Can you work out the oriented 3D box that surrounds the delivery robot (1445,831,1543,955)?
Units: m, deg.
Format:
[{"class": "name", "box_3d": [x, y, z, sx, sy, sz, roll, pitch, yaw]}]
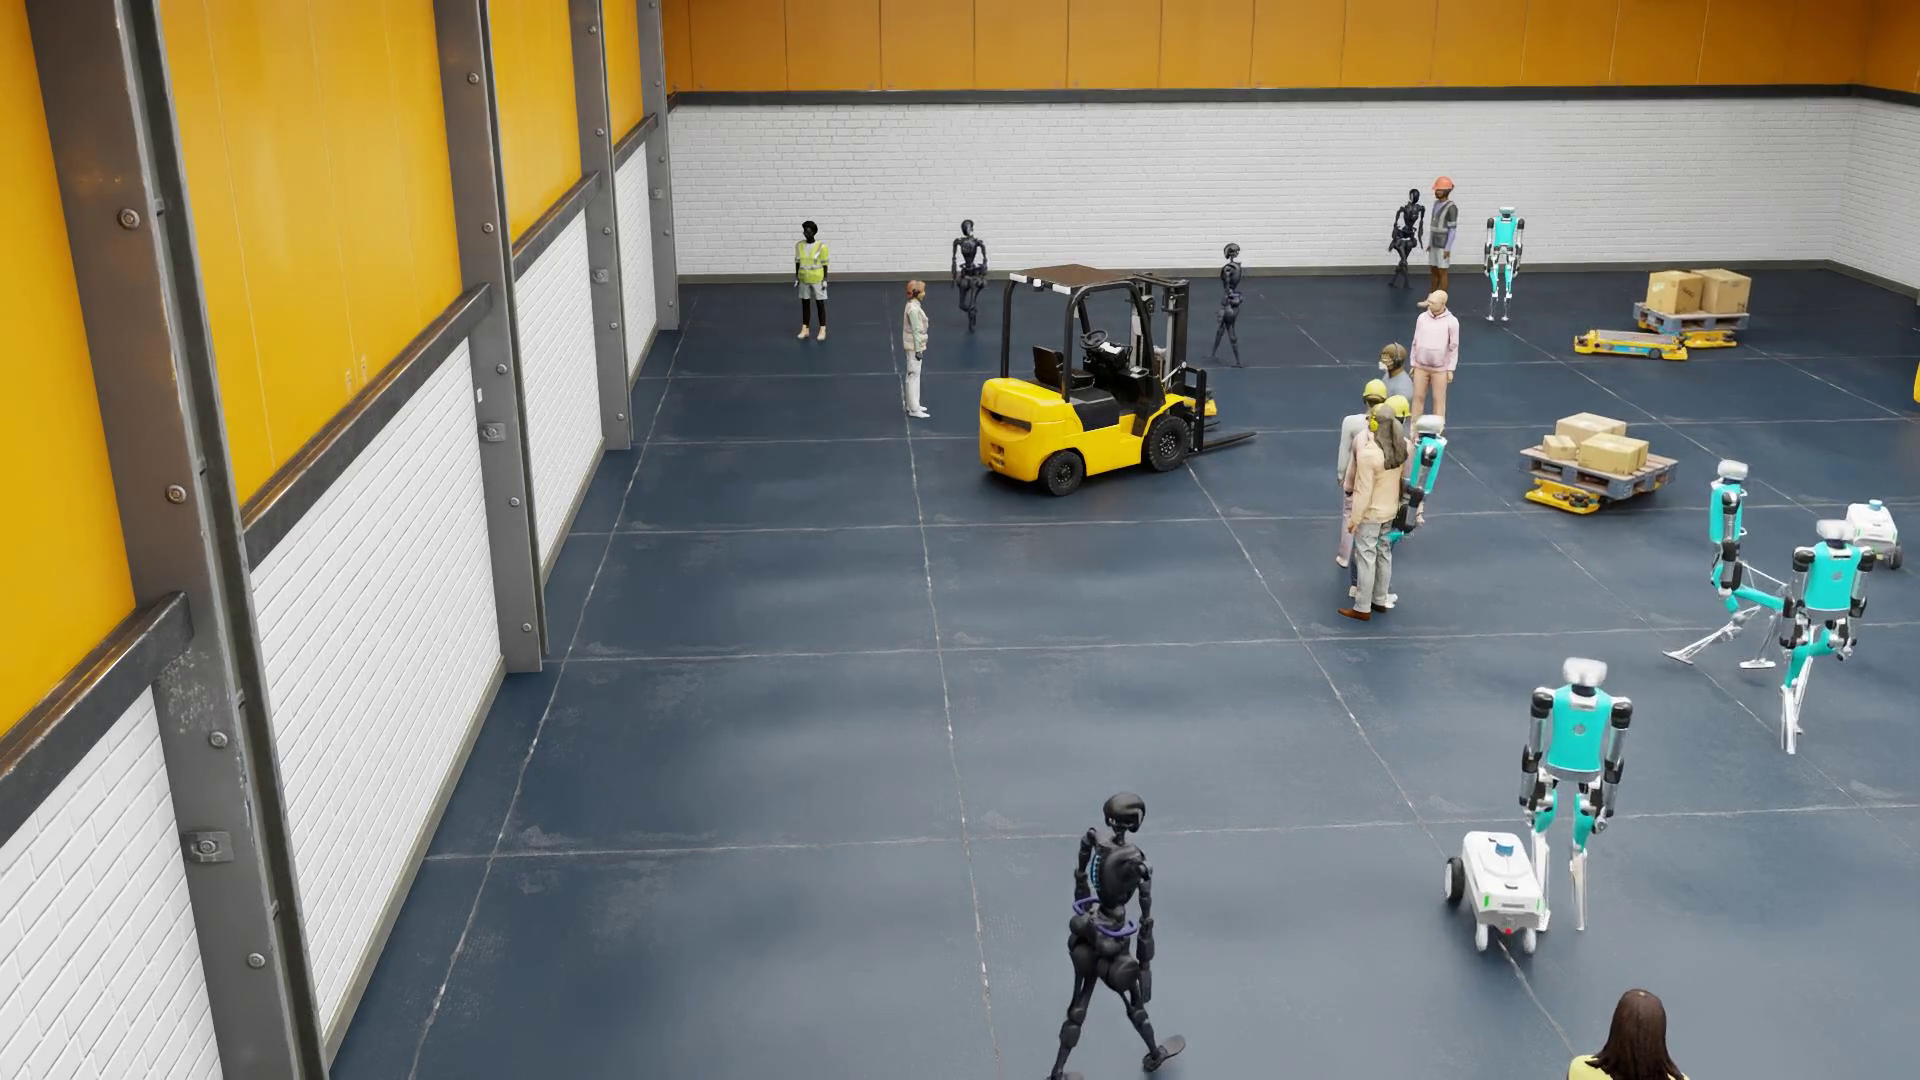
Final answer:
[{"class": "delivery robot", "box_3d": [3.152, 2.005, 9.707, 0.499, 0.566, 0.739, 2, 20, 6]}]

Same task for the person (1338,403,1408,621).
[{"class": "person", "box_3d": [3.491, -0.232, 13.932, 0.553, 1.877, 0.414, -17, 26, -38]}]

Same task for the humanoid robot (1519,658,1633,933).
[{"class": "humanoid robot", "box_3d": [3.483, 1.456, 9.579, 0.533, 1.825, 0.666, 6, 21, 15]}]

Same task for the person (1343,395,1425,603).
[{"class": "person", "box_3d": [3.600, -0.334, 14.245, 0.434, 1.853, 0.819, -16, 25, -36]}]

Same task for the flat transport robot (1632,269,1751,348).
[{"class": "flat transport robot", "box_3d": [10.403, -2.997, 23.793, 0.659, 0.231, 1.431, -3, 20, -9]}]

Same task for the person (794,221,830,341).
[{"class": "person", "box_3d": [-2.107, -3.681, 23.584, 0.538, 1.696, 0.317, 7, 21, 19]}]

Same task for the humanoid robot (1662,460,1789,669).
[{"class": "humanoid robot", "box_3d": [6.083, 0.260, 12.842, 1.022, 1.759, 0.544, 5, 21, 14]}]

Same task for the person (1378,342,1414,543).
[{"class": "person", "box_3d": [4.071, -0.926, 15.743, 0.360, 1.931, 0.628, 2, 20, 4]}]

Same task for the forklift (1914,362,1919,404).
[{"class": "forklift", "box_3d": [12.602, -2.435, 19.475, 2.313, 2.155, 1.214, -1, 20, -4]}]

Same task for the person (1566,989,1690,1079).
[{"class": "person", "box_3d": [2.548, 2.552, 6.509, 0.459, 1.766, 0.379, 5, 21, 13]}]

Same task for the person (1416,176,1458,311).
[{"class": "person", "box_3d": [7.292, -4.506, 25.334, 0.394, 2.043, 0.607, -5, 21, -12]}]

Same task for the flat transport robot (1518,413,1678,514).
[{"class": "flat transport robot", "box_3d": [6.541, -0.558, 17.147, 1.431, 0.231, 0.659, -15, 25, -35]}]

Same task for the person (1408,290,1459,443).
[{"class": "person", "box_3d": [5.320, -1.934, 18.700, 0.525, 1.782, 0.407, 14, 24, 33]}]

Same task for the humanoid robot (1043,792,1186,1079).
[{"class": "humanoid robot", "box_3d": [0.760, 1.970, 8.277, 0.766, 1.627, 0.599, -13, 24, -32]}]

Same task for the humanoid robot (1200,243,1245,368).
[{"class": "humanoid robot", "box_3d": [3.520, -3.120, 22.106, 0.652, 1.640, 0.609, 7, 21, 19]}]

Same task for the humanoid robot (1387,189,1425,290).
[{"class": "humanoid robot", "box_3d": [7.220, -4.864, 26.875, 0.616, 1.634, 0.636, -7, 21, -18]}]

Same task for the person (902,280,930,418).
[{"class": "person", "box_3d": [-0.534, -2.286, 19.867, 0.305, 1.638, 0.511, -2, 20, -6]}]

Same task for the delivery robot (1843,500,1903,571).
[{"class": "delivery robot", "box_3d": [8.431, -0.074, 15.402, 0.499, 0.586, 0.780, 7, 21, 19]}]

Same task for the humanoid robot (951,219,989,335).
[{"class": "humanoid robot", "box_3d": [0.188, -3.812, 23.995, 0.609, 1.641, 0.533, 10, 22, 25]}]

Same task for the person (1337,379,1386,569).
[{"class": "person", "box_3d": [3.686, -0.593, 15.086, 0.529, 1.760, 0.342, 3, 20, 8]}]

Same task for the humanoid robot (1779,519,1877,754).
[{"class": "humanoid robot", "box_3d": [5.992, 0.642, 11.790, 0.551, 1.813, 0.769, 2, 20, 4]}]

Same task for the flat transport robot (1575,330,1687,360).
[{"class": "flat transport robot", "box_3d": [9.267, -2.697, 22.976, 1.431, 0.231, 0.659, 7, 21, 19]}]

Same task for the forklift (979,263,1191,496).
[{"class": "forklift", "box_3d": [1.315, -1.764, 17.646, 2.313, 2.155, 1.214, -14, 24, -33]}]

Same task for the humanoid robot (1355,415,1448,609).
[{"class": "humanoid robot", "box_3d": [3.668, -0.205, 14.083, 0.770, 1.786, 0.533, 7, 21, 18]}]

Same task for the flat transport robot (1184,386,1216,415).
[{"class": "flat transport robot", "box_3d": [2.377, -1.691, 20.235, 1.431, 0.231, 0.659, 1, 20, 3]}]

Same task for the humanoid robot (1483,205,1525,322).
[{"class": "humanoid robot", "box_3d": [7.888, -3.989, 24.179, 0.533, 1.671, 0.735, 5, 21, 13]}]
